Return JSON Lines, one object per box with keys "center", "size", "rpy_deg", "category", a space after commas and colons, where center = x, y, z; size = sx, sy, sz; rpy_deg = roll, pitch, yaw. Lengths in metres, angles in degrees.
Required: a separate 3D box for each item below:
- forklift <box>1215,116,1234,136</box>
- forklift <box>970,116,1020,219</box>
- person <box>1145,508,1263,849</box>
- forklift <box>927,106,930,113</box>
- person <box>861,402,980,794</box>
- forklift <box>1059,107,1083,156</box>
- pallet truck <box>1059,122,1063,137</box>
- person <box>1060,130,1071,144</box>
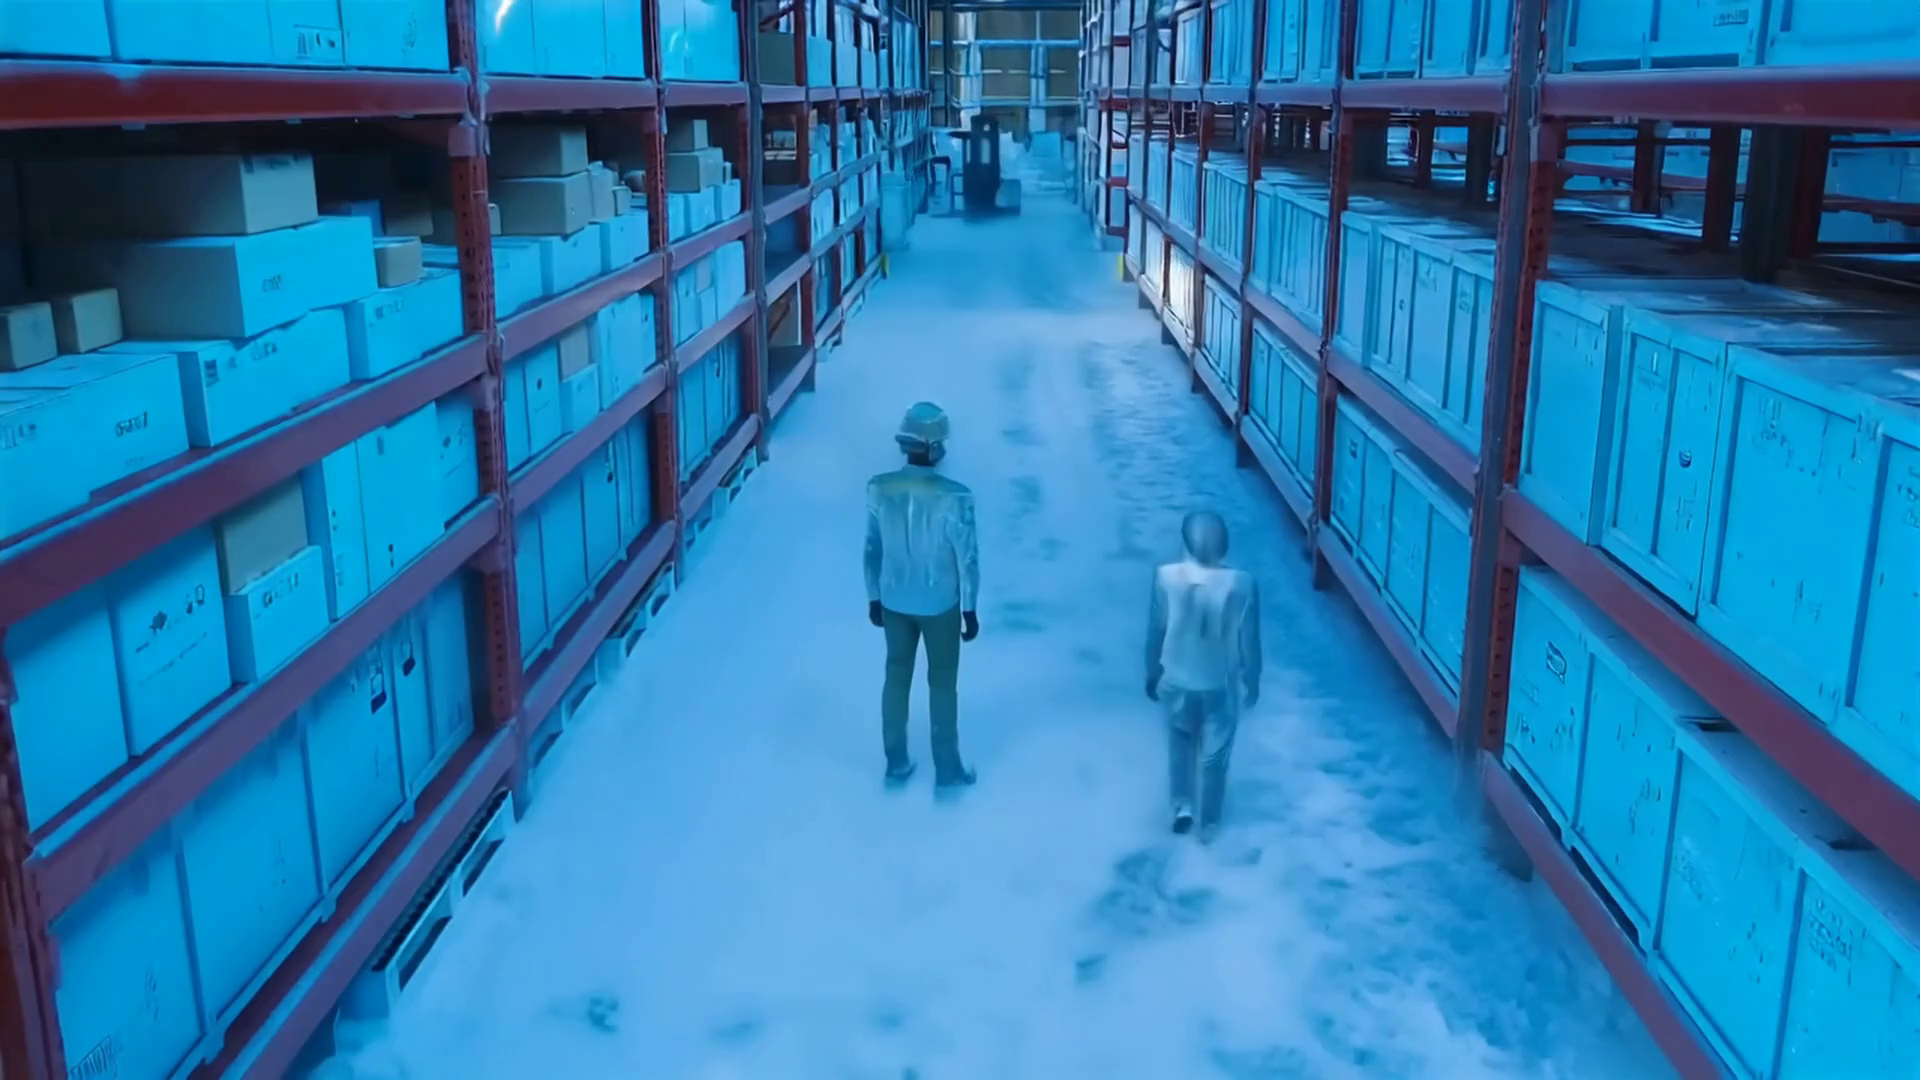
{"center": [7.810, -11.176, 49.373], "size": [1.129, 2.768, 1.873], "rpy_deg": [0, 15, 1], "category": "forklift"}
{"center": [0.730, -10.587, 47.183], "size": [1.873, 2.768, 1.129], "rpy_deg": [-14, 20, -42], "category": "forklift"}
{"center": [1.137, 0.645, 7.758], "size": [0.548, 1.619, 0.380], "rpy_deg": [3, 15, 11], "category": "person"}
{"center": [-2.001, -20.667, 84.687], "size": [1.129, 2.768, 1.873], "rpy_deg": [0, 15, 2], "category": "forklift"}
{"center": [-0.184, 0.296, 8.370], "size": [0.625, 1.992, 0.386], "rpy_deg": [6, 16, 22], "category": "person"}
{"center": [5.229, -18.742, 77.524], "size": [1.129, 2.768, 1.873], "rpy_deg": [-7, 17, -26], "category": "forklift"}
{"center": [5.788, -21.111, 88.014], "size": [1.885, 1.965, 0.823], "rpy_deg": [5, 16, 18], "category": "pallet truck"}
{"center": [4.588, -16.837, 72.265], "size": [0.426, 1.925, 0.636], "rpy_deg": [-14, 21, -43], "category": "person"}
